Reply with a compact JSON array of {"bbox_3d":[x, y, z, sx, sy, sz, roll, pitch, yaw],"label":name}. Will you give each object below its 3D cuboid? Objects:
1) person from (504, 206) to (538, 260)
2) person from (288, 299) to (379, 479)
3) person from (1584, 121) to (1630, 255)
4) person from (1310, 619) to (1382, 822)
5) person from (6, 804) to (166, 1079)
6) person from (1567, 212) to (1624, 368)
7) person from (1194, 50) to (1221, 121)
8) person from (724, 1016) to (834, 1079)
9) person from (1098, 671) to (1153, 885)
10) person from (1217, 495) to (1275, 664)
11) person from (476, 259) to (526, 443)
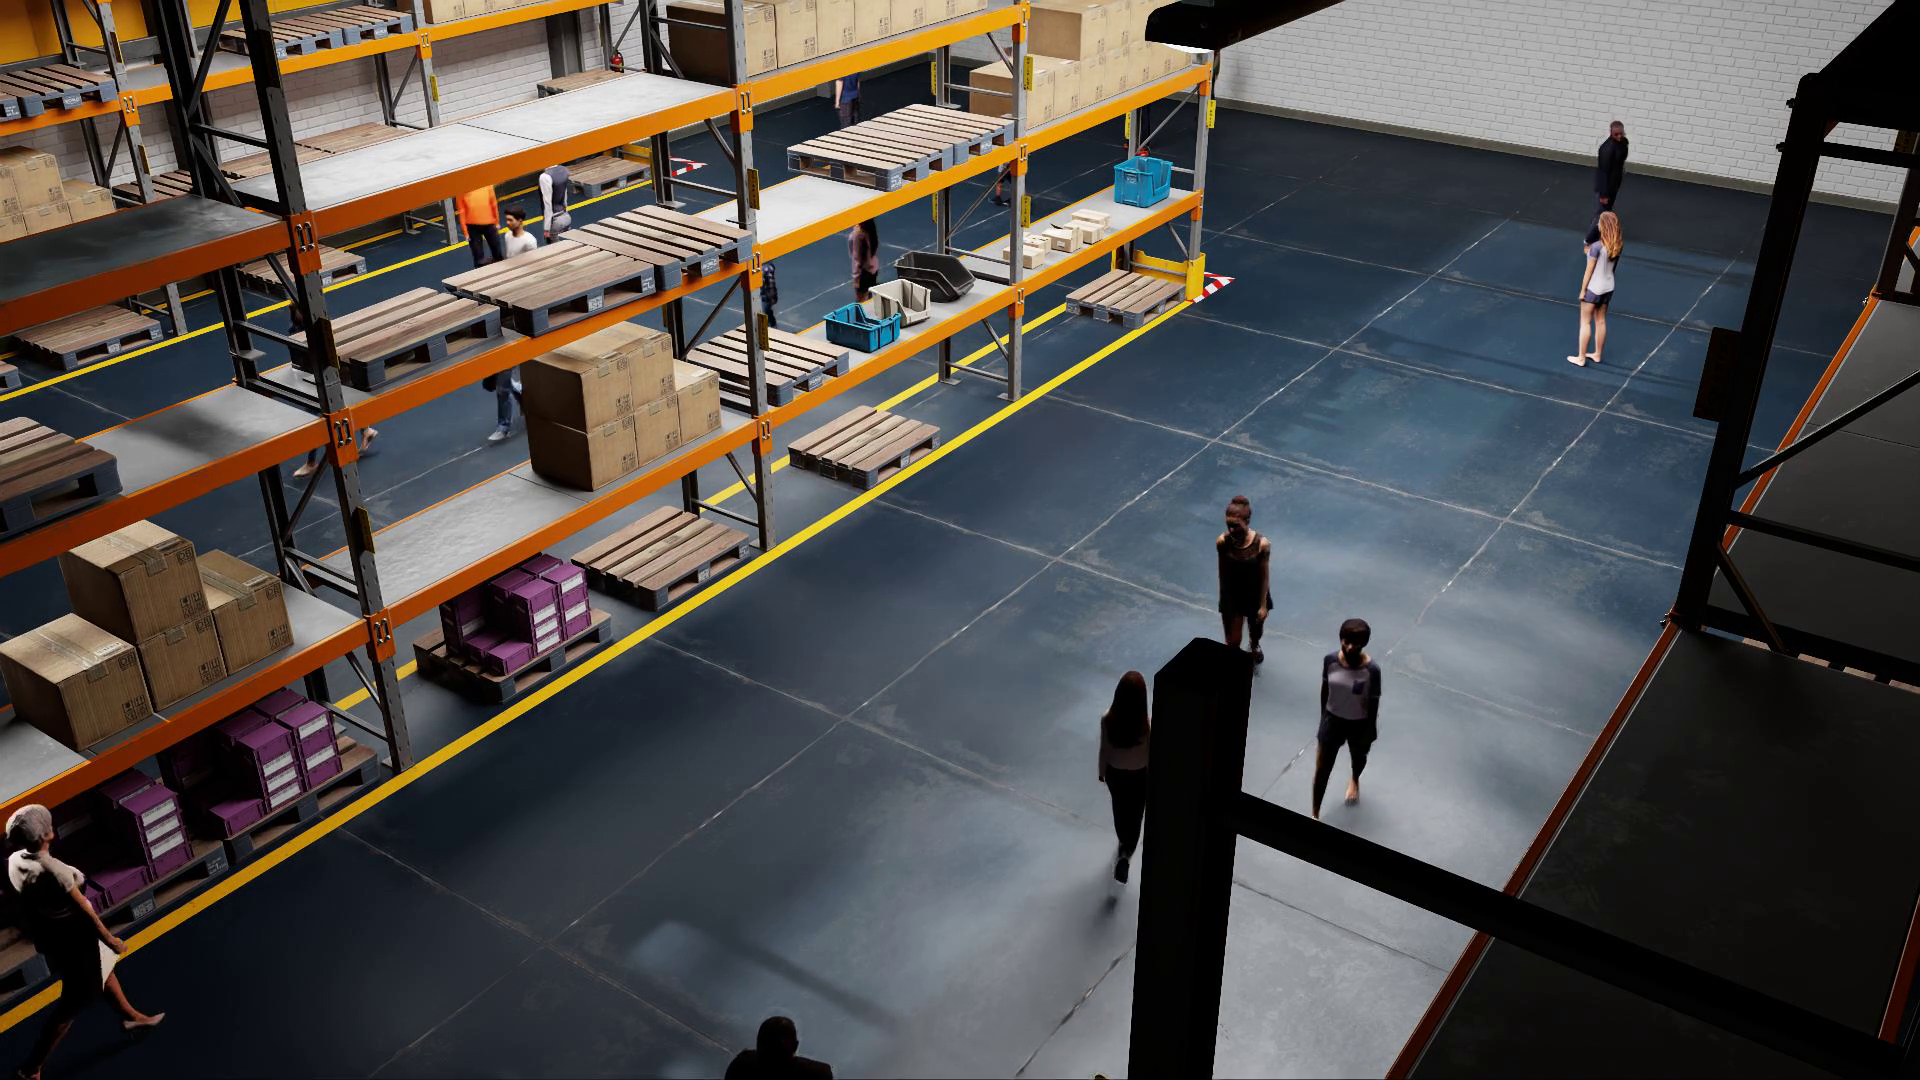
[{"bbox_3d":[-4.803,-2.919,18.551,0.633,1.716,0.552,19,34,31],"label":"person"},{"bbox_3d":[-6.086,-1.511,15.929,0.677,1.756,1.201,23,36,36],"label":"person"},{"bbox_3d":[8.354,-4.556,21.480,0.981,1.787,0.549,15,32,26],"label":"person"},{"bbox_3d":[2.648,1.184,11.239,0.667,1.516,1.056,13,31,23],"label":"person"},{"bbox_3d":[-4.943,2.264,9.053,0.668,1.714,1.092,22,36,35],"label":"person"},{"bbox_3d":[7.010,-2.751,18.232,0.634,1.728,0.737,-13,31,-22],"label":"person"},{"bbox_3d":[4.093,-7.715,27.595,0.641,1.475,0.702,-5,29,-9],"label":"person"},{"bbox_3d":[-0.795,2.902,7.683,0.855,1.906,0.894,8,30,14],"label":"person"},{"bbox_3d":[1.061,1.532,10.649,0.754,1.471,0.960,7,29,12],"label":"person"},{"bbox_3d":[2.176,0.392,12.555,0.815,1.646,1.143,7,29,12],"label":"person"},{"bbox_3d":[-4.582,-1.940,16.617,0.752,1.850,1.032,14,32,24],"label":"person"}]
